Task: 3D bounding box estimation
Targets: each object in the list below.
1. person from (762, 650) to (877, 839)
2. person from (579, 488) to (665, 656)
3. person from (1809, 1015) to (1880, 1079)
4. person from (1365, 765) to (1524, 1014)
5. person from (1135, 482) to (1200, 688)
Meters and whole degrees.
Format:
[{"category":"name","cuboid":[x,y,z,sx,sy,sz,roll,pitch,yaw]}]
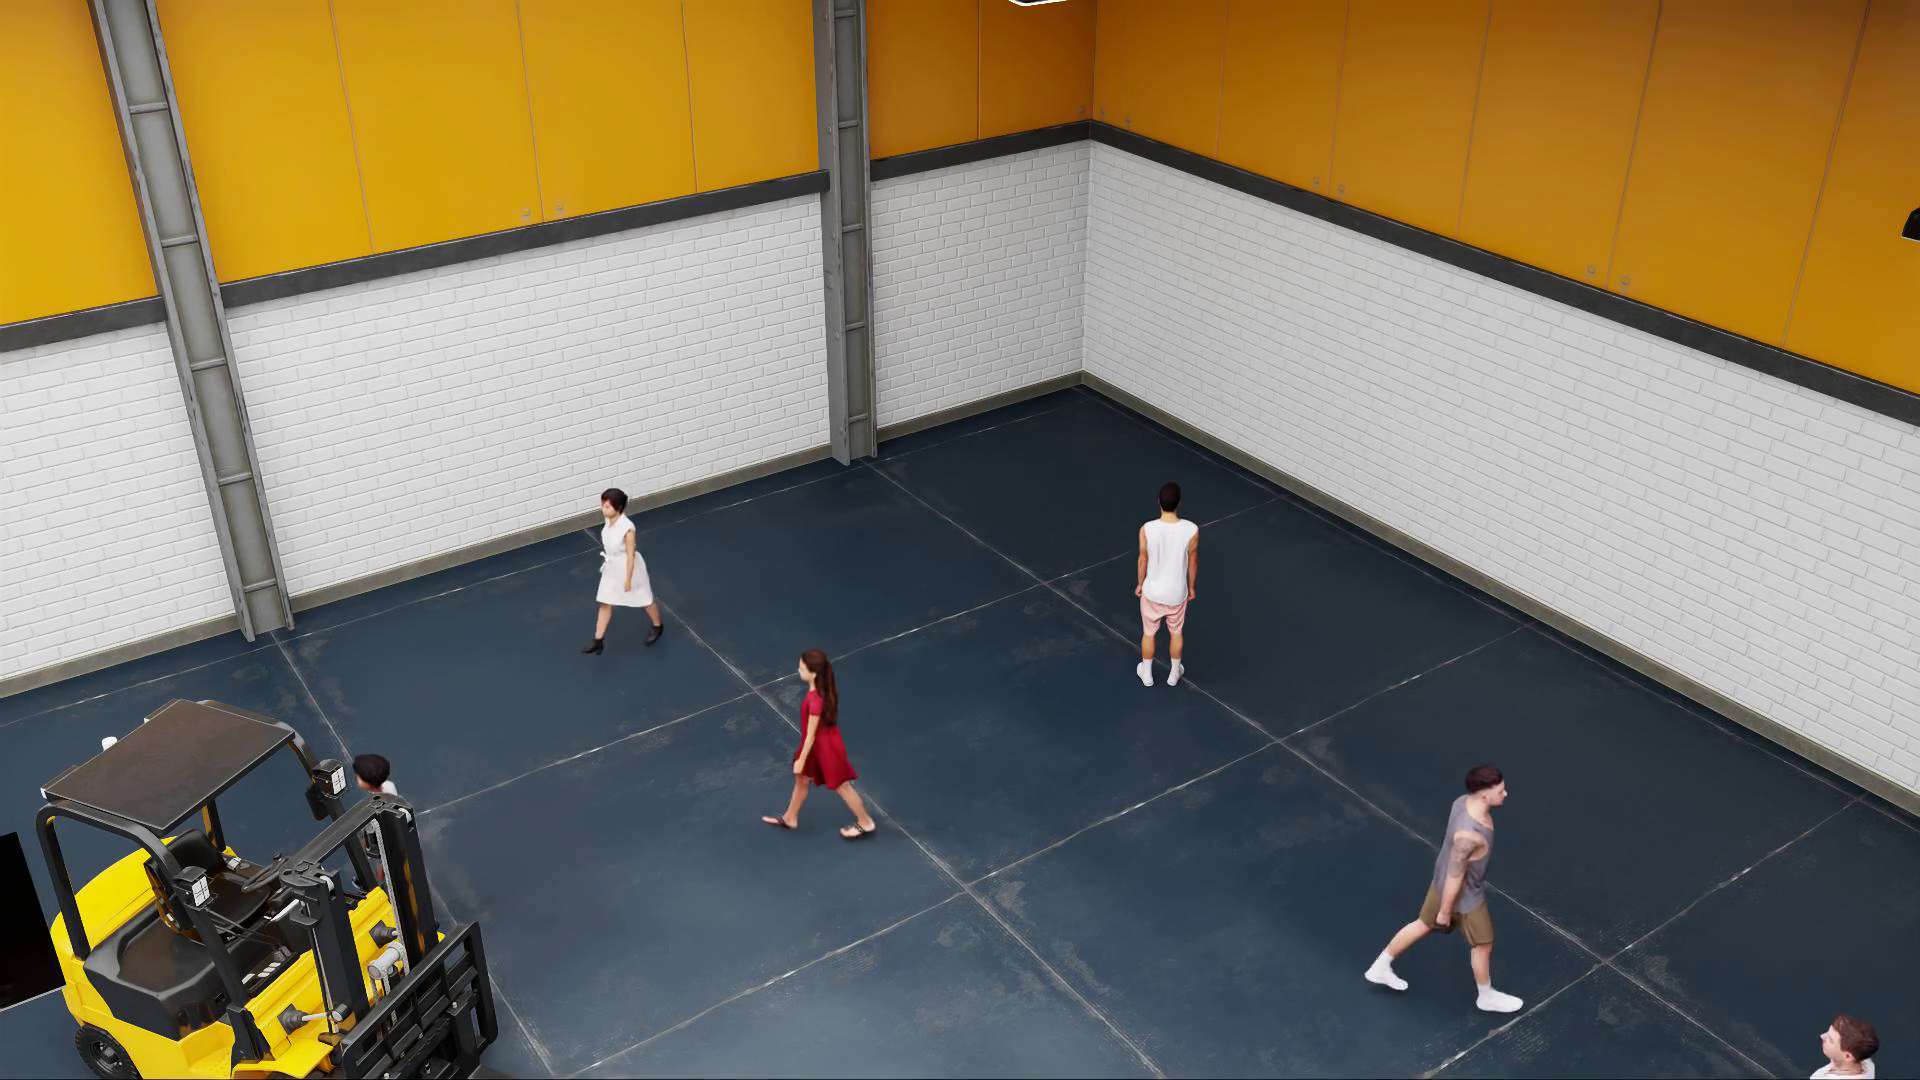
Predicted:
[{"category":"person","cuboid":[-0.884,1.462,11.604,1.105,1.514,0.920,-1,29,-1]},{"category":"person","cuboid":[-2.717,0.237,13.851,0.677,1.512,1.037,25,37,38]},{"category":"person","cuboid":[4.331,3.111,8.235,0.839,1.844,0.722,17,33,29]},{"category":"person","cuboid":[2.936,2.114,10.126,1.228,1.802,1.141,5,29,9]},{"category":"person","cuboid":[1.641,0.371,13.315,0.712,1.789,0.794,2,29,3]}]
